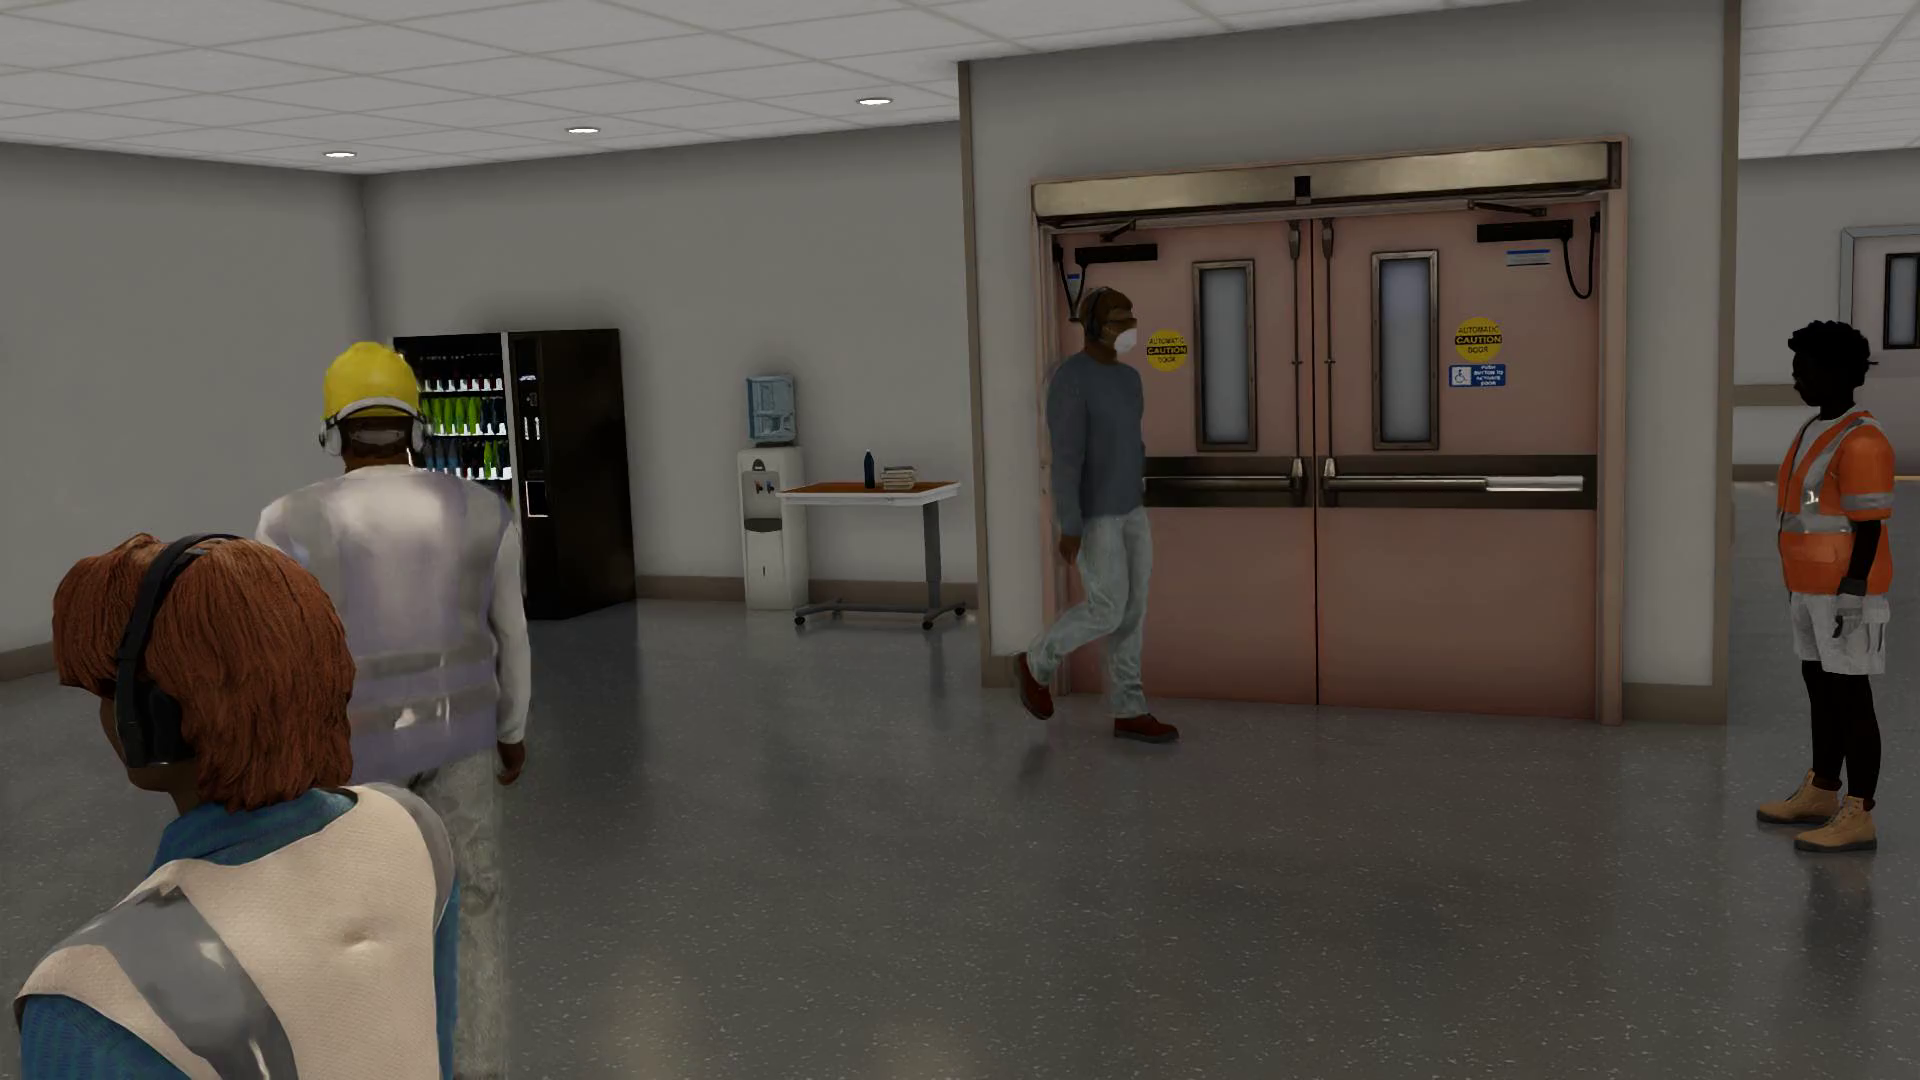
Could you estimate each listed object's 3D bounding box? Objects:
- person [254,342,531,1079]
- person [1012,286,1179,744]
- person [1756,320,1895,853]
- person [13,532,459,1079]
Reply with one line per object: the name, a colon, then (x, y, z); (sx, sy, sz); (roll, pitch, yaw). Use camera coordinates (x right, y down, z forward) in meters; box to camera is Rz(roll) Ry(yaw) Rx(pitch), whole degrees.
person: (-1.323, 0.445, 3.909); (0.620, 1.792, 0.873); (-6, 8, -29)
person: (0.565, -0.099, 7.020); (0.663, 1.924, 0.644); (3, 9, 34)
person: (2.789, 0.145, 5.330); (0.319, 1.693, 0.532); (-1, 7, 7)
person: (-0.587, 0.804, 1.500); (0.315, 1.641, 0.515); (-1, 8, 13)
